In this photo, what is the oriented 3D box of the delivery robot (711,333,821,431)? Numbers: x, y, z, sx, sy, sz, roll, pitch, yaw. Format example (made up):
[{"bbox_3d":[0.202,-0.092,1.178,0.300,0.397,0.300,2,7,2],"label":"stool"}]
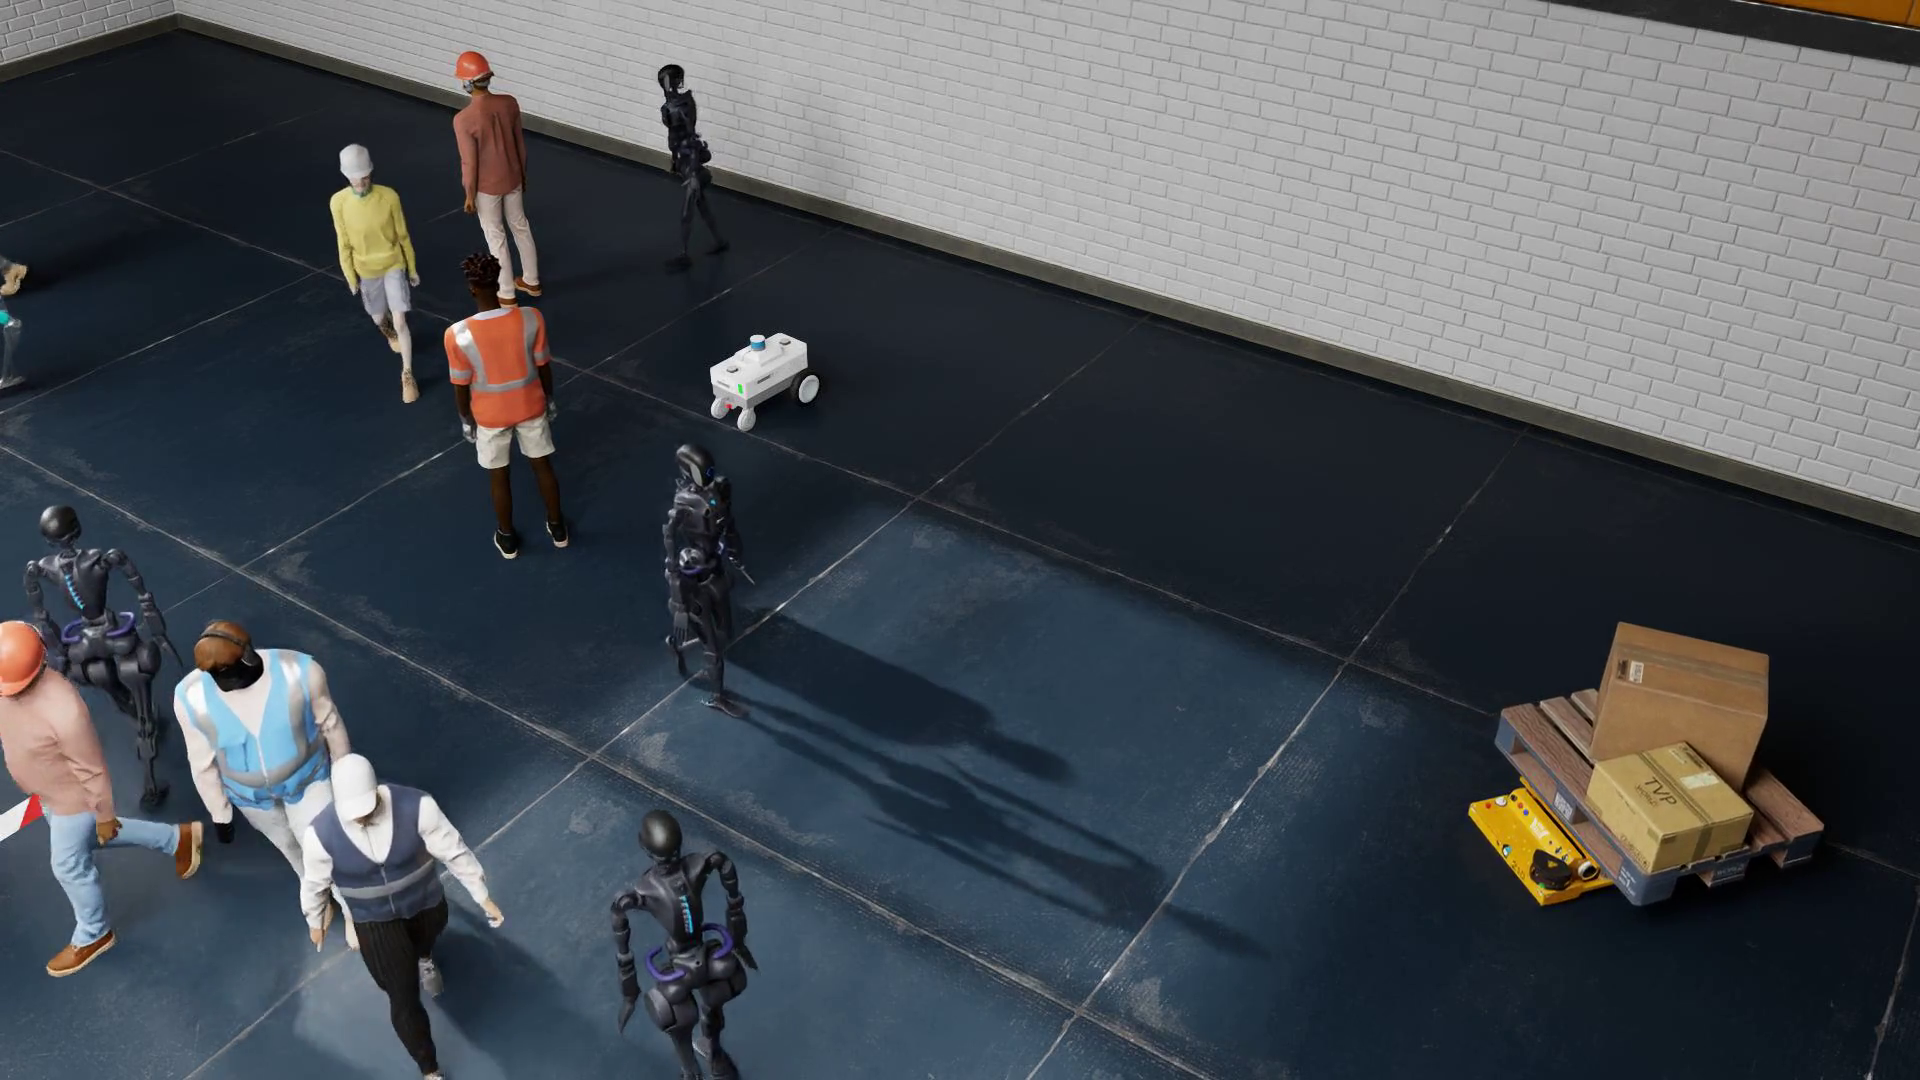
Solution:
[{"bbox_3d":[-1.382,-1.154,11.680,0.499,0.614,0.803,25,42,32],"label":"delivery robot"}]

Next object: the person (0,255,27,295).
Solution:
[{"bbox_3d":[-7.752,-2.533,12.616,0.819,1.720,0.609,-16,38,-22],"label":"person"}]

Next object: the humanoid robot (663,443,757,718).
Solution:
[{"bbox_3d":[-1.408,0.185,8.777,0.550,1.636,0.598,18,39,24],"label":"humanoid robot"}]

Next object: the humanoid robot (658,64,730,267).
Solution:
[{"bbox_3d":[-2.218,-3.031,13.388,0.691,1.627,0.587,-18,39,-24],"label":"humanoid robot"}]

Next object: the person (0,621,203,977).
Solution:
[{"bbox_3d":[-3.856,1.050,7.300,0.648,1.943,0.769,28,43,34],"label":"person"}]

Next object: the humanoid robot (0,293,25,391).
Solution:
[{"bbox_3d":[-6.920,-1.717,11.471,0.889,1.776,0.530,-18,39,-24],"label":"humanoid robot"}]

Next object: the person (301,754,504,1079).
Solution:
[{"bbox_3d":[-2.333,1.480,6.893,0.720,1.710,0.945,-18,39,-24],"label":"person"}]

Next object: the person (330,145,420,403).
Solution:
[{"bbox_3d":[-4.081,-1.953,11.680,0.497,1.861,0.806,-10,36,-13],"label":"person"}]

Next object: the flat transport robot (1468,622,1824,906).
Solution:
[{"bbox_3d":[3.346,1.378,8.295,1.431,0.231,0.659,-10,36,-14],"label":"flat transport robot"}]

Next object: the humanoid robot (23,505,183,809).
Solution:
[{"bbox_3d":[-4.254,0.518,8.335,0.595,1.618,0.814,-7,36,-9],"label":"humanoid robot"}]

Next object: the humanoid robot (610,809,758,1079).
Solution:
[{"bbox_3d":[-1.040,1.758,6.576,0.603,1.646,0.721,-20,40,-26],"label":"humanoid robot"}]

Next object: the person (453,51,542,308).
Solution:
[{"bbox_3d":[-3.546,-2.729,12.662,0.393,1.990,0.623,21,40,27],"label":"person"}]

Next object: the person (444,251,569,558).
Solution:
[{"bbox_3d":[-2.704,-0.794,9.933,0.601,1.956,0.384,-16,38,-22],"label":"person"}]

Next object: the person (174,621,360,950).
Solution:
[{"bbox_3d":[-3.005,1.105,7.346,0.639,1.809,0.662,-10,36,-13],"label":"person"}]
